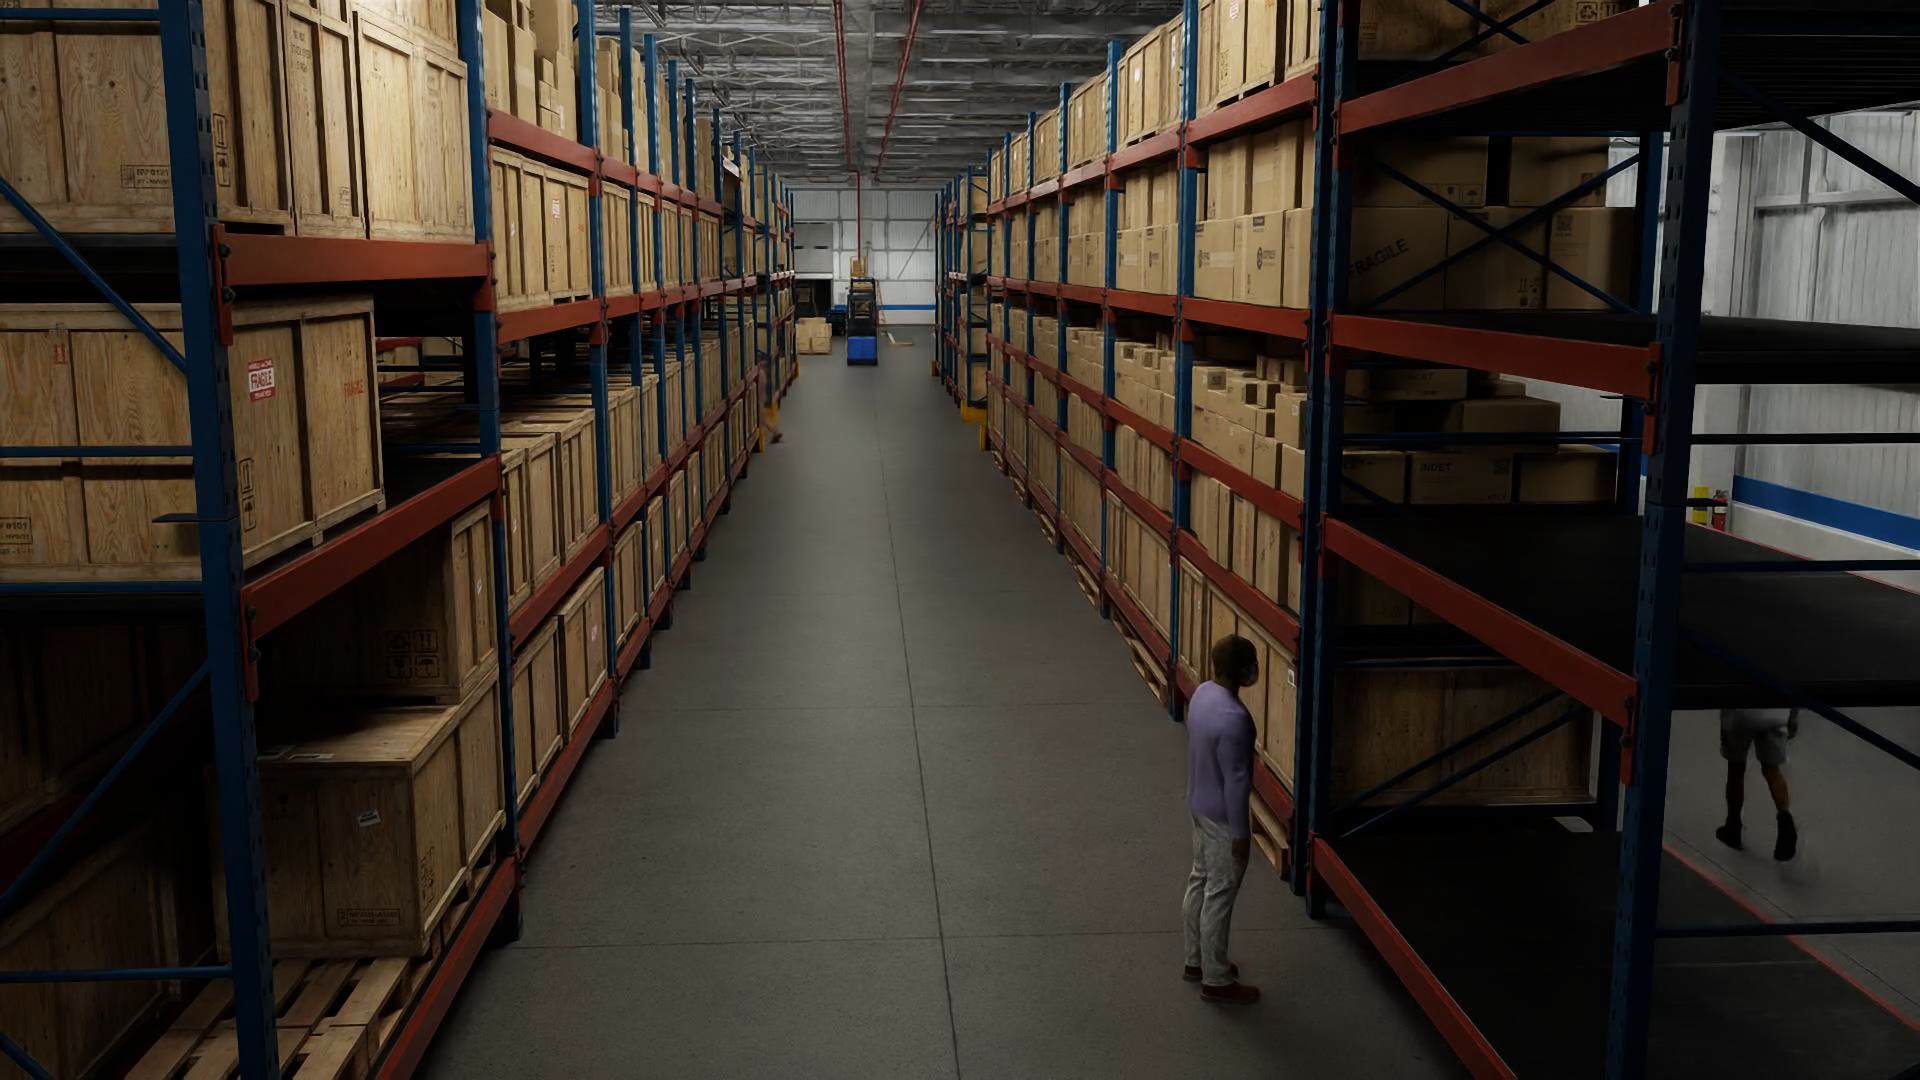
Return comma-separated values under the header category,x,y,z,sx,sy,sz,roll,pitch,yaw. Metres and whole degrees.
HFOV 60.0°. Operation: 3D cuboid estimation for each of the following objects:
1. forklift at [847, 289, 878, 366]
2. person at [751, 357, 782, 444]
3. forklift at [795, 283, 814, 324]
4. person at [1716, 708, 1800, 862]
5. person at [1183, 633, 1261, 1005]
category,x,y,z,sx,sy,sz,roll,pitch,yaw
forklift,-3.607,-7.822,61.192,1.129,2.768,1.873,-1,10,-4
person,-4.240,-2.953,35.125,0.904,1.878,0.646,-3,10,-18
forklift,-7.394,-10.748,78.671,1.129,2.768,1.873,-1,10,-4
person,5.142,1.115,10.672,0.556,1.923,0.720,0,10,2
person,1.365,1.437,8.693,0.351,1.936,0.634,-2,10,-10
